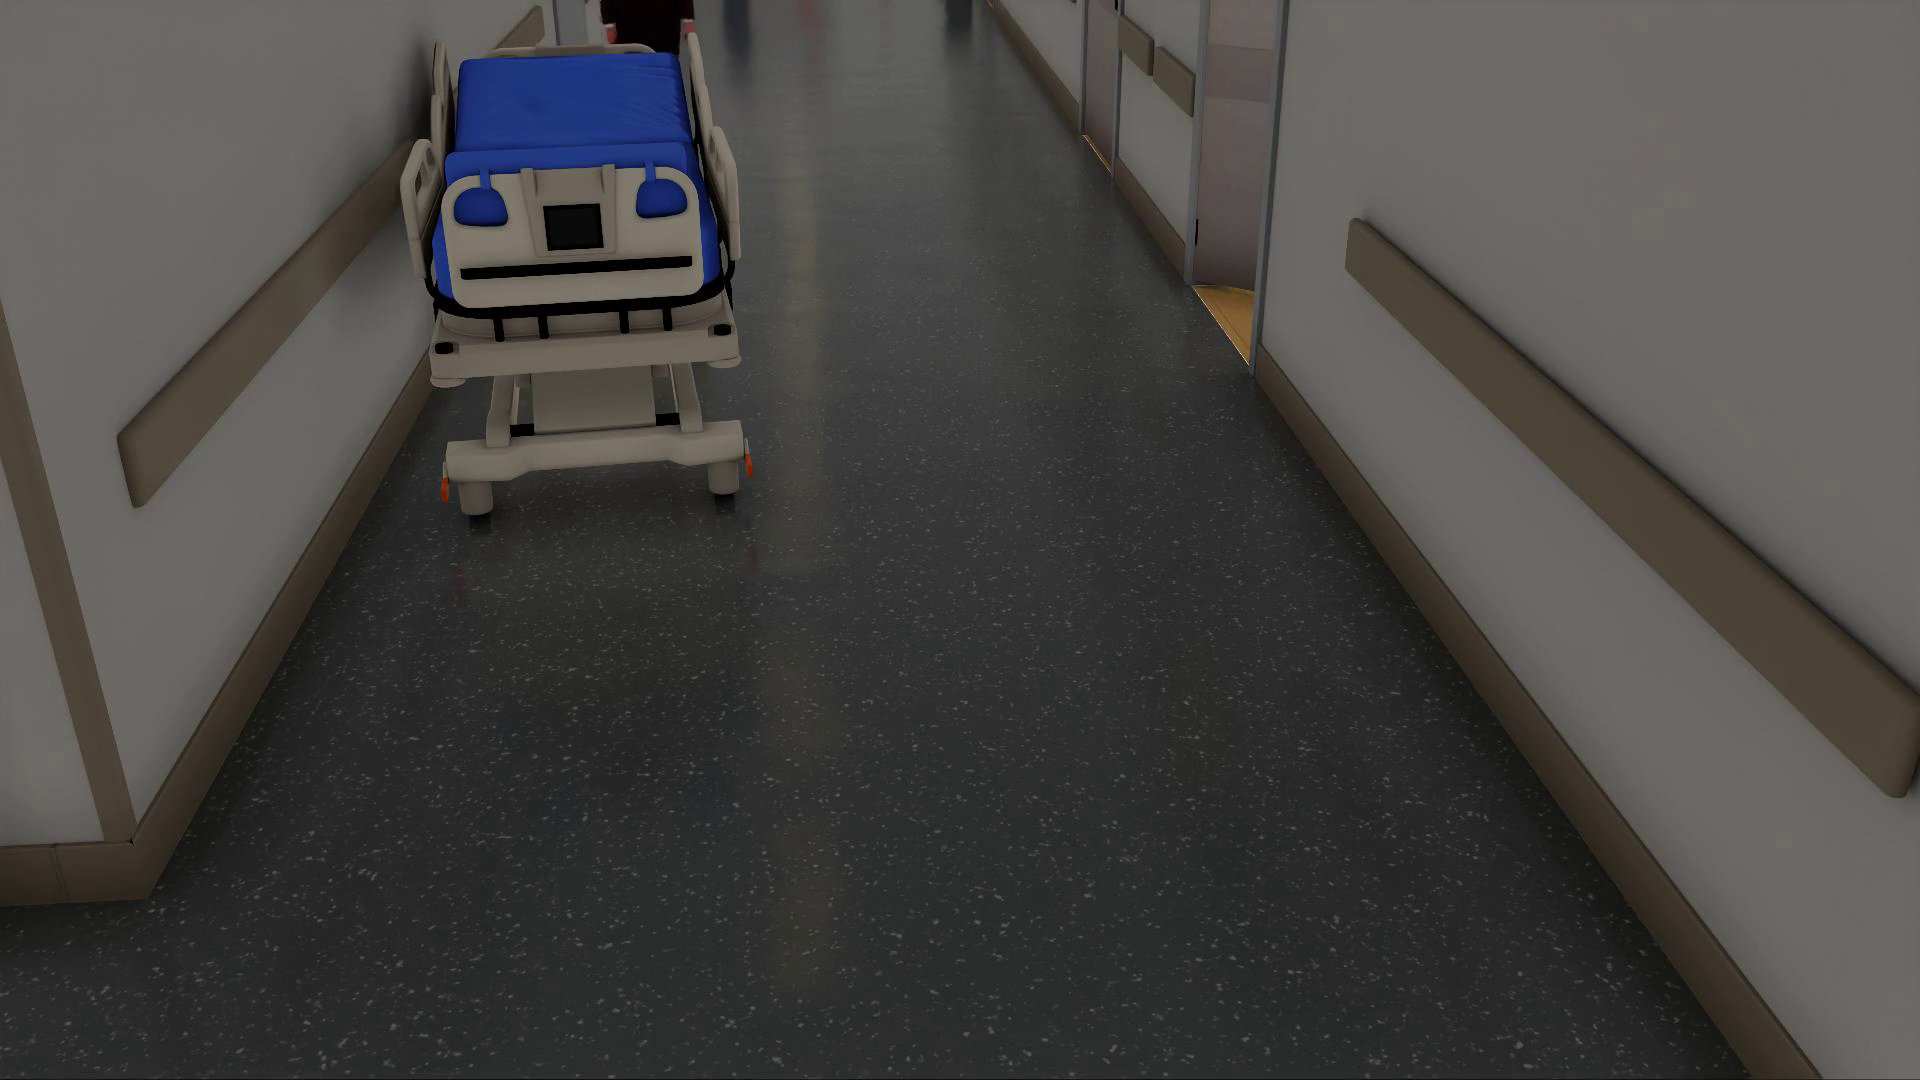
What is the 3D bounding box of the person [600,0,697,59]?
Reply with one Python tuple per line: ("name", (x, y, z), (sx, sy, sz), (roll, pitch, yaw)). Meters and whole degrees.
("person", (-1.904, -3.160, 10.087), (0.837, 1.848, 0.876), (-11, 28, -21))
